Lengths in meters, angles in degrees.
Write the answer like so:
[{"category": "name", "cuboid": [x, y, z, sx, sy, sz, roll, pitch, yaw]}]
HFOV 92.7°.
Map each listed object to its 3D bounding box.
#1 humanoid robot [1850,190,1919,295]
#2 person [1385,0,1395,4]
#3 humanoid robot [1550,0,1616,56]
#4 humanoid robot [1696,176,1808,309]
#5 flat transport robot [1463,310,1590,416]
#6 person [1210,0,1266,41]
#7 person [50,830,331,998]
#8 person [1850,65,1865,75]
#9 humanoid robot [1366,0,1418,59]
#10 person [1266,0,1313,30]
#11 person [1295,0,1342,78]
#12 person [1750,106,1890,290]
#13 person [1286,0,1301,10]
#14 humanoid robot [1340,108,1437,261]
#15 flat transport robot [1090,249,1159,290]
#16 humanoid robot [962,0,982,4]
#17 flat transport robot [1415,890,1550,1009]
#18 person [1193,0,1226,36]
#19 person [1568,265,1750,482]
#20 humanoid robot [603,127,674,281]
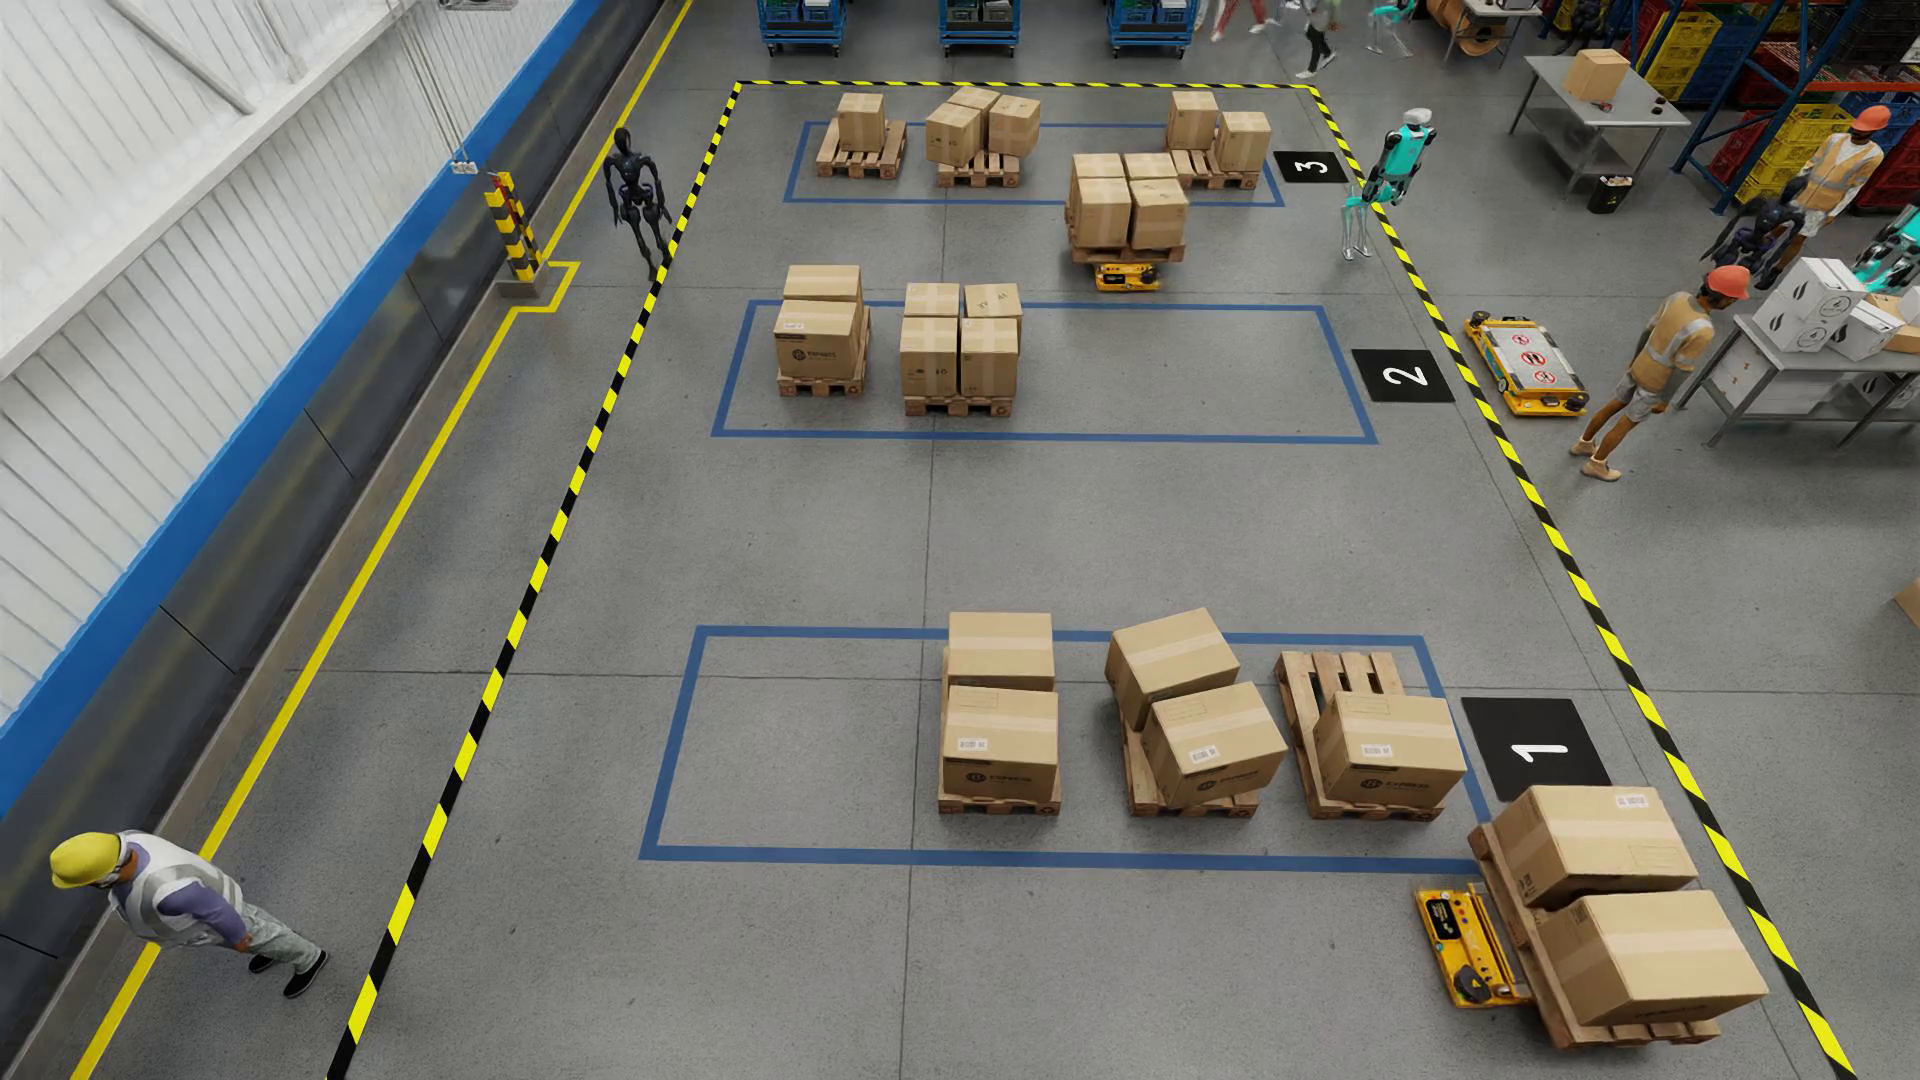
[{"category": "humanoid robot", "cuboid": [8.723, -2.572, 8.818, 1.059, 1.741, 0.532, -14, 51, -12]}, {"category": "person", "cuboid": [7.457, -9.832, 14.994, 0.347, 1.865, 0.502, 25, 53, 20]}, {"category": "humanoid robot", "cuboid": [8.961, -7.529, 13.125, 0.582, 1.633, 0.606, -14, 51, -12]}, {"category": "humanoid robot", "cuboid": [7.850, -2.900, 9.143, 0.593, 1.636, 0.730, 37, 58, 27]}, {"category": "flat transport robot", "cuboid": [5.573, -1.757, 9.054, 0.659, 0.231, 1.431, 1, 49, 1]}, {"category": "person", "cuboid": [4.481, -8.699, 14.021, 1.000, 1.855, 0.582, -31, 56, -24]}, {"category": "person", "cuboid": [-3.983, 1.957, 4.806, 0.597, 1.827, 0.403, 23, 53, 19]}, {"category": "person", "cuboid": [13.450, -7.698, 13.153, 0.349, 1.846, 0.504, 10, 50, 8]}, {"category": "humanoid robot", "cuboid": [6.467, -7.946, 13.423, 0.982, 1.720, 0.547, 34, 57, 26]}, {"category": "person", "cuboid": [5.335, -8.861, 14.256, 0.492, 1.696, 0.779, -33, 57, -25]}, {"category": "person", "cuboid": [5.186, -7.512, 13.006, 0.612, 1.821, 0.600, -1, 49, -1]}, {"category": "person", "cuboid": [8.812, -3.508, 9.468, 0.370, 1.933, 0.550, -22, 53, -18]}, {"category": "person", "cuboid": [5.663, -9.678, 14.860, 0.337, 1.865, 0.509, 23, 53, 19]}, {"category": "humanoid robot", "cuboid": [4.466, -3.854, 9.809, 0.533, 1.677, 0.735, -11, 50, -9]}, {"category": "flat transport robot", "cuboid": [1.817, -3.319, 10.387, 0.652, 0.197, 1.431, -1, 49, -1]}, {"category": "humanoid robot", "cuboid": [0.193, -9.146, 14.512, 0.406, 1.651, 0.586, 26, 54, 21]}, {"category": "flat transport robot", "cuboid": [3.561, 2.378, 5.457, 1.431, 0.197, 0.652, -2, 49, -2]}, {"category": "person", "cuboid": [3.983, -8.775, 14.088, 0.625, 1.842, 0.430, 24, 53, 19]}, {"category": "person", "cuboid": [5.725, -1.353, 7.533, 0.380, 2.039, 0.613, 4, 49, 3]}, {"category": "humanoid robot", "cuboid": [-3.385, -3.562, 9.683, 0.602, 1.642, 0.441, -7, 49, -6]}]
